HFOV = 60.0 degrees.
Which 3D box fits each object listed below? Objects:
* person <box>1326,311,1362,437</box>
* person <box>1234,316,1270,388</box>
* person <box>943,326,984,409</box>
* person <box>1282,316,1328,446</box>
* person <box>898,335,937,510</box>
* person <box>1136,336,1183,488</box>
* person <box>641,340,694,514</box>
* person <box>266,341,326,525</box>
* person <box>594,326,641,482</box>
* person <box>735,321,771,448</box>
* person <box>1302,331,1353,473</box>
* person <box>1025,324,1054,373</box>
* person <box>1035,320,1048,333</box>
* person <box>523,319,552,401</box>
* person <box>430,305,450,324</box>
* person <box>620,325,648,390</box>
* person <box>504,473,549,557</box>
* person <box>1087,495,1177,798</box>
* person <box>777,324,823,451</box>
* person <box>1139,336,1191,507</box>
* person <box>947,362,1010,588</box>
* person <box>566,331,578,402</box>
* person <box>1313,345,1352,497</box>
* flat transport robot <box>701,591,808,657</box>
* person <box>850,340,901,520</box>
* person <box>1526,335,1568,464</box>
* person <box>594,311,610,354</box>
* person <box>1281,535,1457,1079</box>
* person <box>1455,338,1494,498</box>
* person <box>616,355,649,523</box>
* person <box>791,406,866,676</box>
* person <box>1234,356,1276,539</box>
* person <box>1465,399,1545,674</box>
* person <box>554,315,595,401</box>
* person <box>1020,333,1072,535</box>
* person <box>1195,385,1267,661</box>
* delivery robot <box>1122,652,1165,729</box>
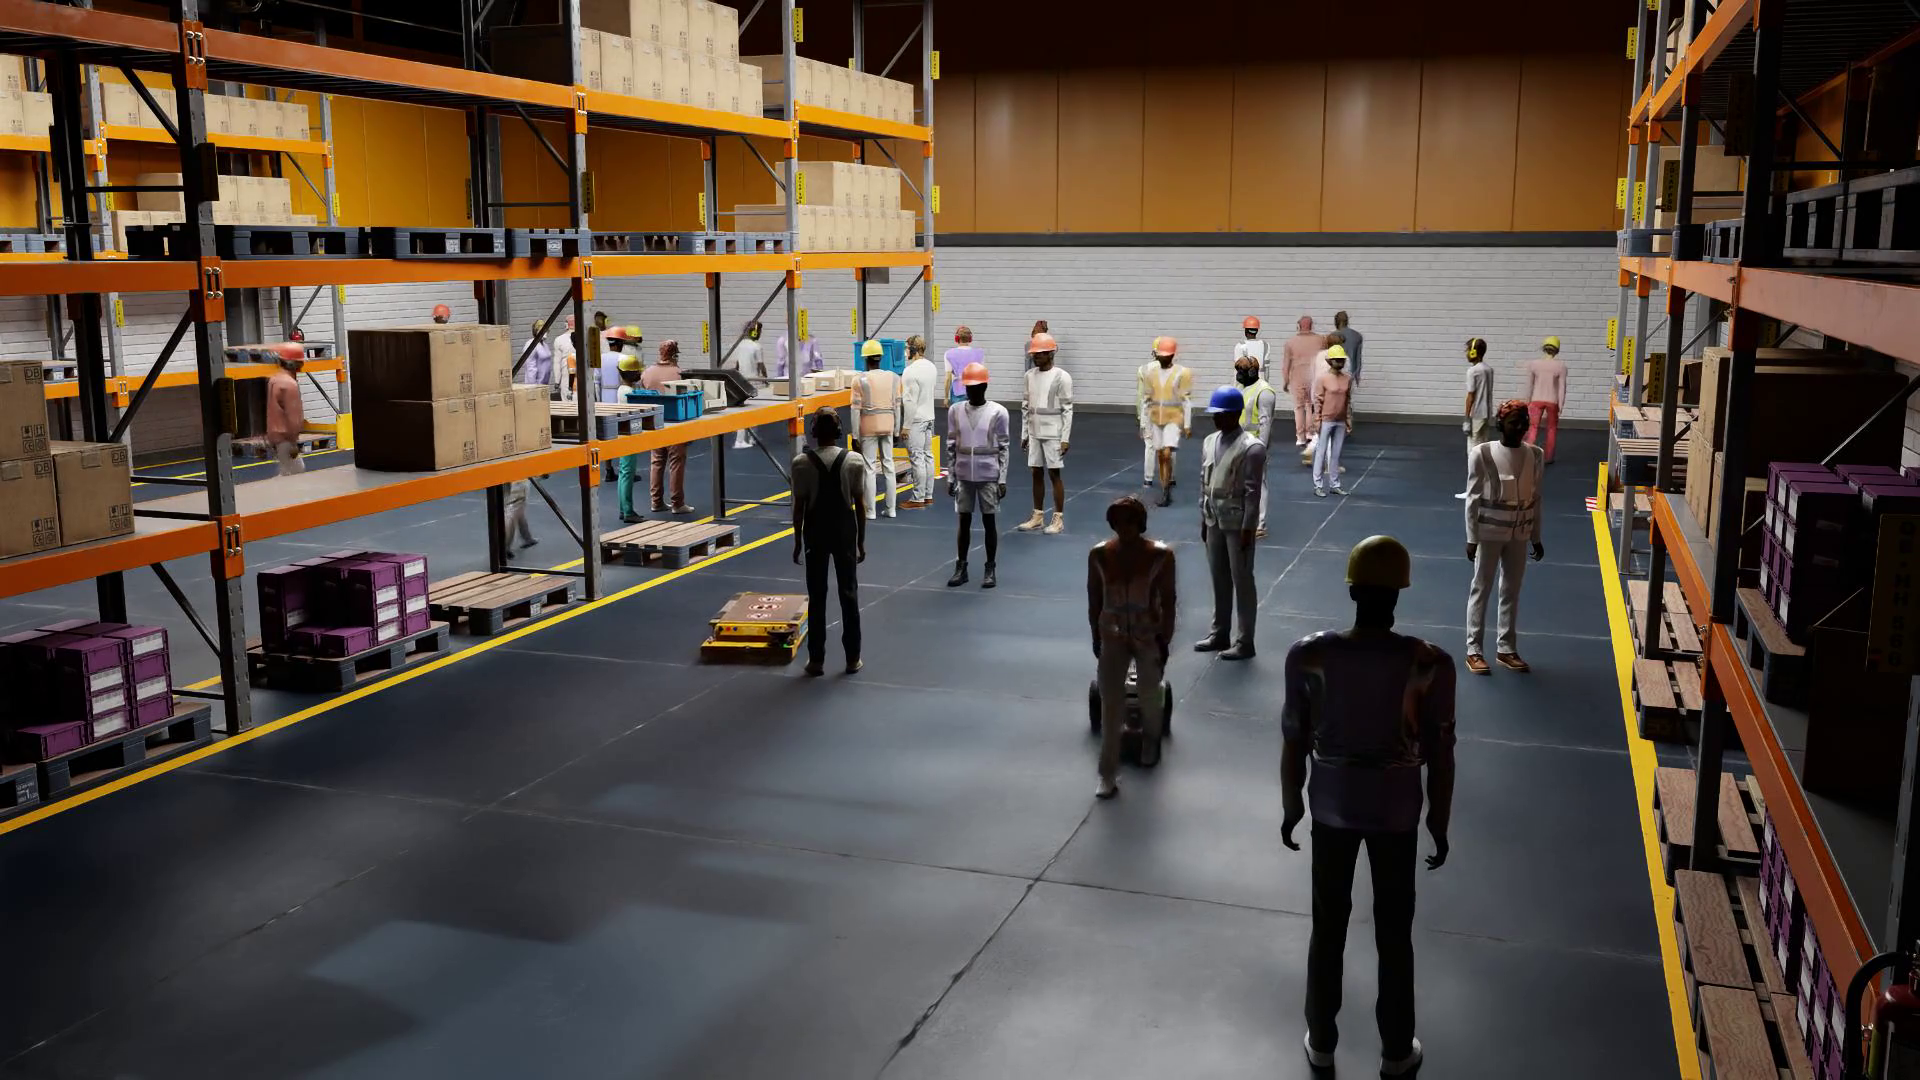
[{"bbox_3d":[5.886,-2.526,25.481,0.678,1.922,0.760,-4,11,-24],"label":"person"},{"bbox_3d":[4.062,-2.161,23.276,0.542,1.939,0.362,-3,11,-17],"label":"person"},{"bbox_3d":[0.057,-1.924,22.201,0.575,1.843,0.374,-4,11,-20],"label":"person"},{"bbox_3d":[5.036,-2.332,24.344,0.658,1.888,0.643,0,10,3],"label":"person"},{"bbox_3d":[-0.475,-1.297,18.415,0.372,1.940,0.632,4,11,22],"label":"person"},{"bbox_3d":[2.416,-1.531,20.026,0.591,1.833,0.403,1,10,5],"label":"person"},{"bbox_3d":[-3.167,-1.236,18.199,0.636,1.900,0.402,5,11,25],"label":"person"},{"bbox_3d":[-6.988,-1.052,17.014,0.858,1.955,0.661,-8,13,-37],"label":"person"},{"bbox_3d":[-4.223,-1.668,20.534,0.542,1.927,0.379,4,11,19],"label":"person"},{"bbox_3d":[-2.984,-2.251,24.096,0.525,1.827,0.812,10,14,44],"label":"person"},{"bbox_3d":[4.740,-1.752,21.300,0.506,1.830,0.638,-5,11,-27],"label":"person"},{"bbox_3d":[1.301,-2.737,27.380,0.500,1.633,0.282,-3,10,-15],"label":"person"},{"bbox_3d":[1.383,-2.947,28.544,0.307,1.640,0.518,-1,10,-7],"label":"person"},{"bbox_3d":[-5.669,-2.007,22.421,0.373,1.936,0.627,1,10,3],"label":"person"},{"bbox_3d":[-8.192,-2.732,26.436,0.655,1.978,0.516,9,13,41],"label":"person"},{"bbox_3d":[-4.917,-2.384,25.154,0.400,1.724,0.504,4,11,21],"label":"person"},{"bbox_3d":[-4.235,-0.661,15.788,0.520,1.596,0.854,4,11,20],"label":"person"},{"bbox_3d":[0.945,0.529,9.104,0.504,1.590,0.881,3,10,15],"label":"person"},{"bbox_3d":[-2.276,-2.277,23.800,0.618,1.987,1.021,-4,11,-21],"label":"person"},{"bbox_3d":[2.259,-1.315,18.587,0.581,1.906,0.659,7,12,33],"label":"person"},{"bbox_3d":[0.144,-0.549,14.204,0.547,1.938,0.379,3,10,16],"label":"person"},{"bbox_3d":[-5.477,-2.169,23.991,0.316,1.699,0.540,5,11,27],"label":"person"},{"bbox_3d":[4.352,-1.382,19.377,0.530,1.768,0.320,-5,11,-27],"label":"person"},{"bbox_3d":[-1.454,0.609,12.374,0.652,0.197,1.431,1,10,3],"label":"flat transport robot"},{"bbox_3d":[-0.913,-1.171,17.771,0.589,1.921,0.392,-6,12,-29],"label":"person"},{"bbox_3d":[7.748,-1.840,22.038,0.523,1.737,0.742,5,11,28],"label":"person"},{"bbox_3d":[-5.848,-2.827,27.268,0.548,1.852,0.389,2,10,10],"label":"person"},{"bbox_3d":[1.429,0.936,5.867,0.593,1.924,0.384,3,11,18],"label":"person"},{"bbox_3d":[5.982,-1.402,19.240,0.509,1.857,0.350,-9,14,-42],"label":"person"},{"bbox_3d":[-3.481,-1.066,17.595,0.317,1.769,0.523,-3,11,-18],"label":"person"},{"bbox_3d":[-0.889,0.008,11.326,0.506,1.847,0.344,-2,10,-9],"label":"person"},{"bbox_3d":[2.892,-0.928,16.655,0.430,1.833,0.634,-4,11,-22],"label":"person"},{"bbox_3d":[3.726,-0.022,11.388,0.573,1.883,0.354,-2,10,-13],"label":"person"},{"bbox_3d":[-5.701,-2.382,24.656,0.651,1.896,0.402,-6,11,-29],"label":"person"},{"bbox_3d":[0.850,-1.059,16.845,0.641,2.043,0.410,10,14,43],"label":"person"},{"bbox_3d":[1.908,-0.128,11.827,0.412,1.944,0.611,-6,12,-31],"label":"person"},{"bbox_3d":[1.028,0.862,9.886,0.477,0.478,0.707,0,10,3],"label":"delivery robot"}]
